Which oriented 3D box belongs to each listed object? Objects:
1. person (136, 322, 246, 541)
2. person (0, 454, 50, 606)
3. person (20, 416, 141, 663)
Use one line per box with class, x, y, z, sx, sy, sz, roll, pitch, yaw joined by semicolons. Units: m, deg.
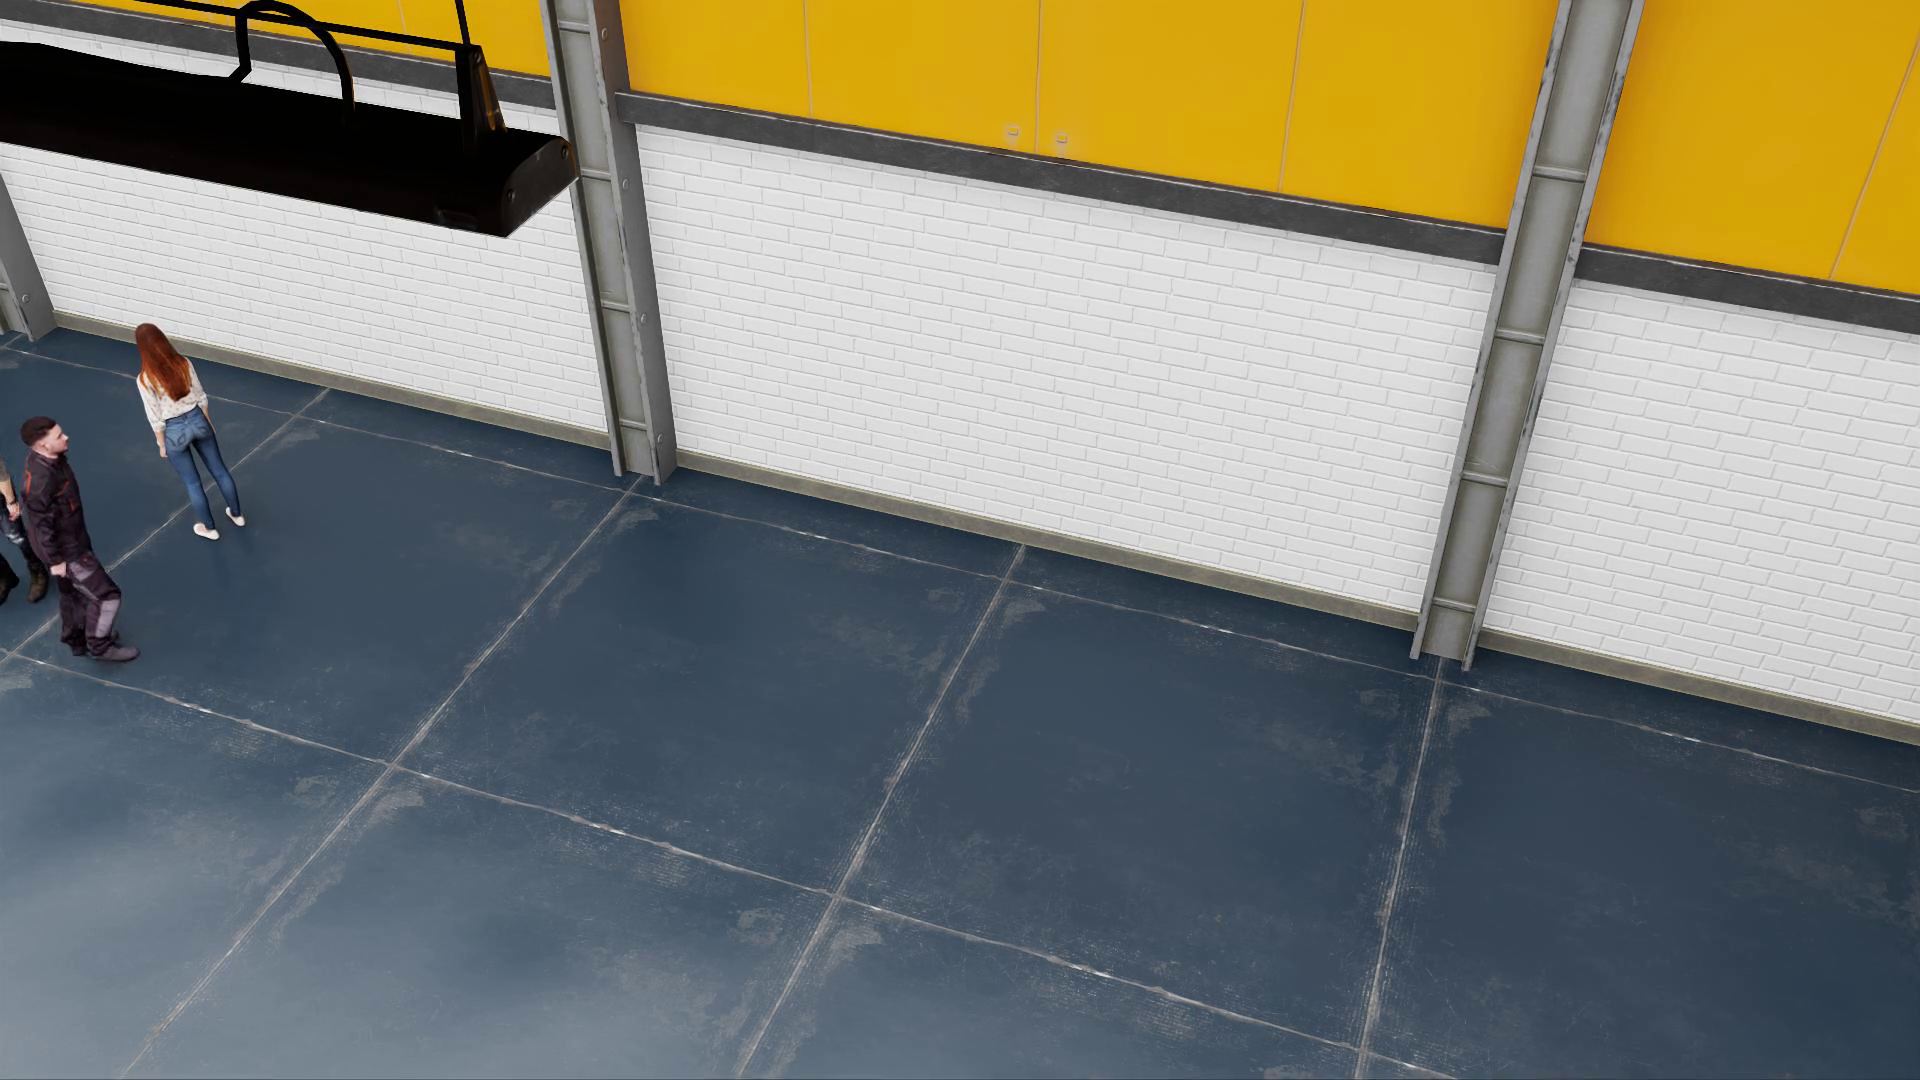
person;-5.419;-0.764;11.643;0.622;1.728;0.641;29;47;31
person;-6.449;-0.356;11.016;0.788;1.873;0.885;5;39;6
person;-5.736;0.035;10.563;0.950;1.828;0.897;-13;40;-15
